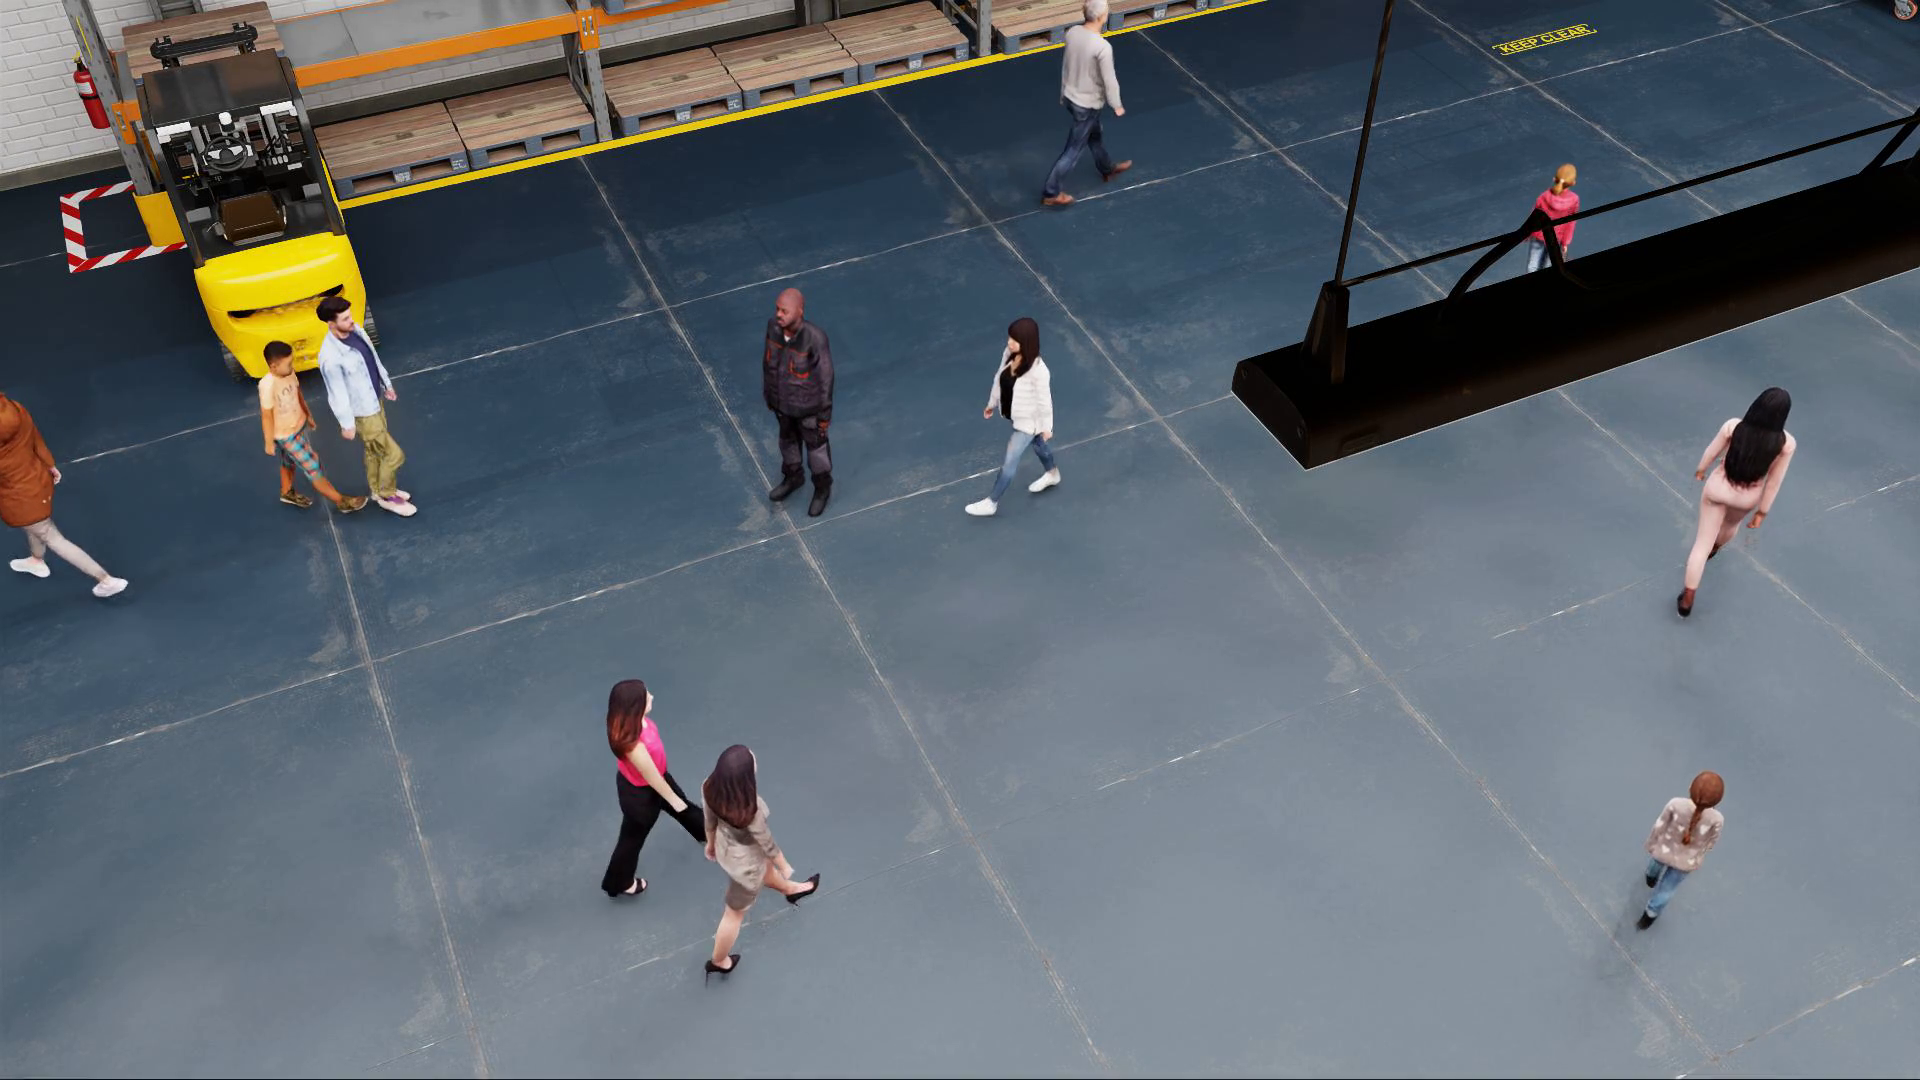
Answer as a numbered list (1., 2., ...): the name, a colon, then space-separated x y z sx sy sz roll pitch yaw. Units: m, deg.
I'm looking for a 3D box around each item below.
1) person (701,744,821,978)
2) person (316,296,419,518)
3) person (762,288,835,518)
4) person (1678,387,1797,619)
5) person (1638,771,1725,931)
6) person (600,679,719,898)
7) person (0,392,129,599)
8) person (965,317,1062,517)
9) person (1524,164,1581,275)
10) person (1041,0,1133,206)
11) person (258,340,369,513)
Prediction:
1. person: -1.203 1.755 8.765 0.870 1.690 1.164 33 53 30
2. person: -4.208 -0.933 11.508 0.807 1.798 0.793 2 44 2
3. person: -1.106 -0.996 11.556 0.796 1.825 0.817 21 47 20
4. person: 5.000 -0.205 10.840 1.113 1.666 1.190 15 46 15
5. person: 3.942 1.741 9.153 0.684 1.175 0.802 25 49 24
6. person: -1.816 1.421 9.175 1.099 1.608 0.664 -13 45 -14
7. person: -6.028 -0.301 10.848 1.291 1.795 1.151 8 44 9
8. person: 0.516 -0.902 11.622 1.055 1.596 0.649 -20 47 -19
9. person: 4.733 -2.395 13.408 0.889 1.293 0.906 10 44 10
10. person: 1.019 -3.740 14.413 1.245 1.856 0.757 -20 47 -20
11. person: -4.755 -0.769 11.607 1.031 1.425 0.873 7 44 7
